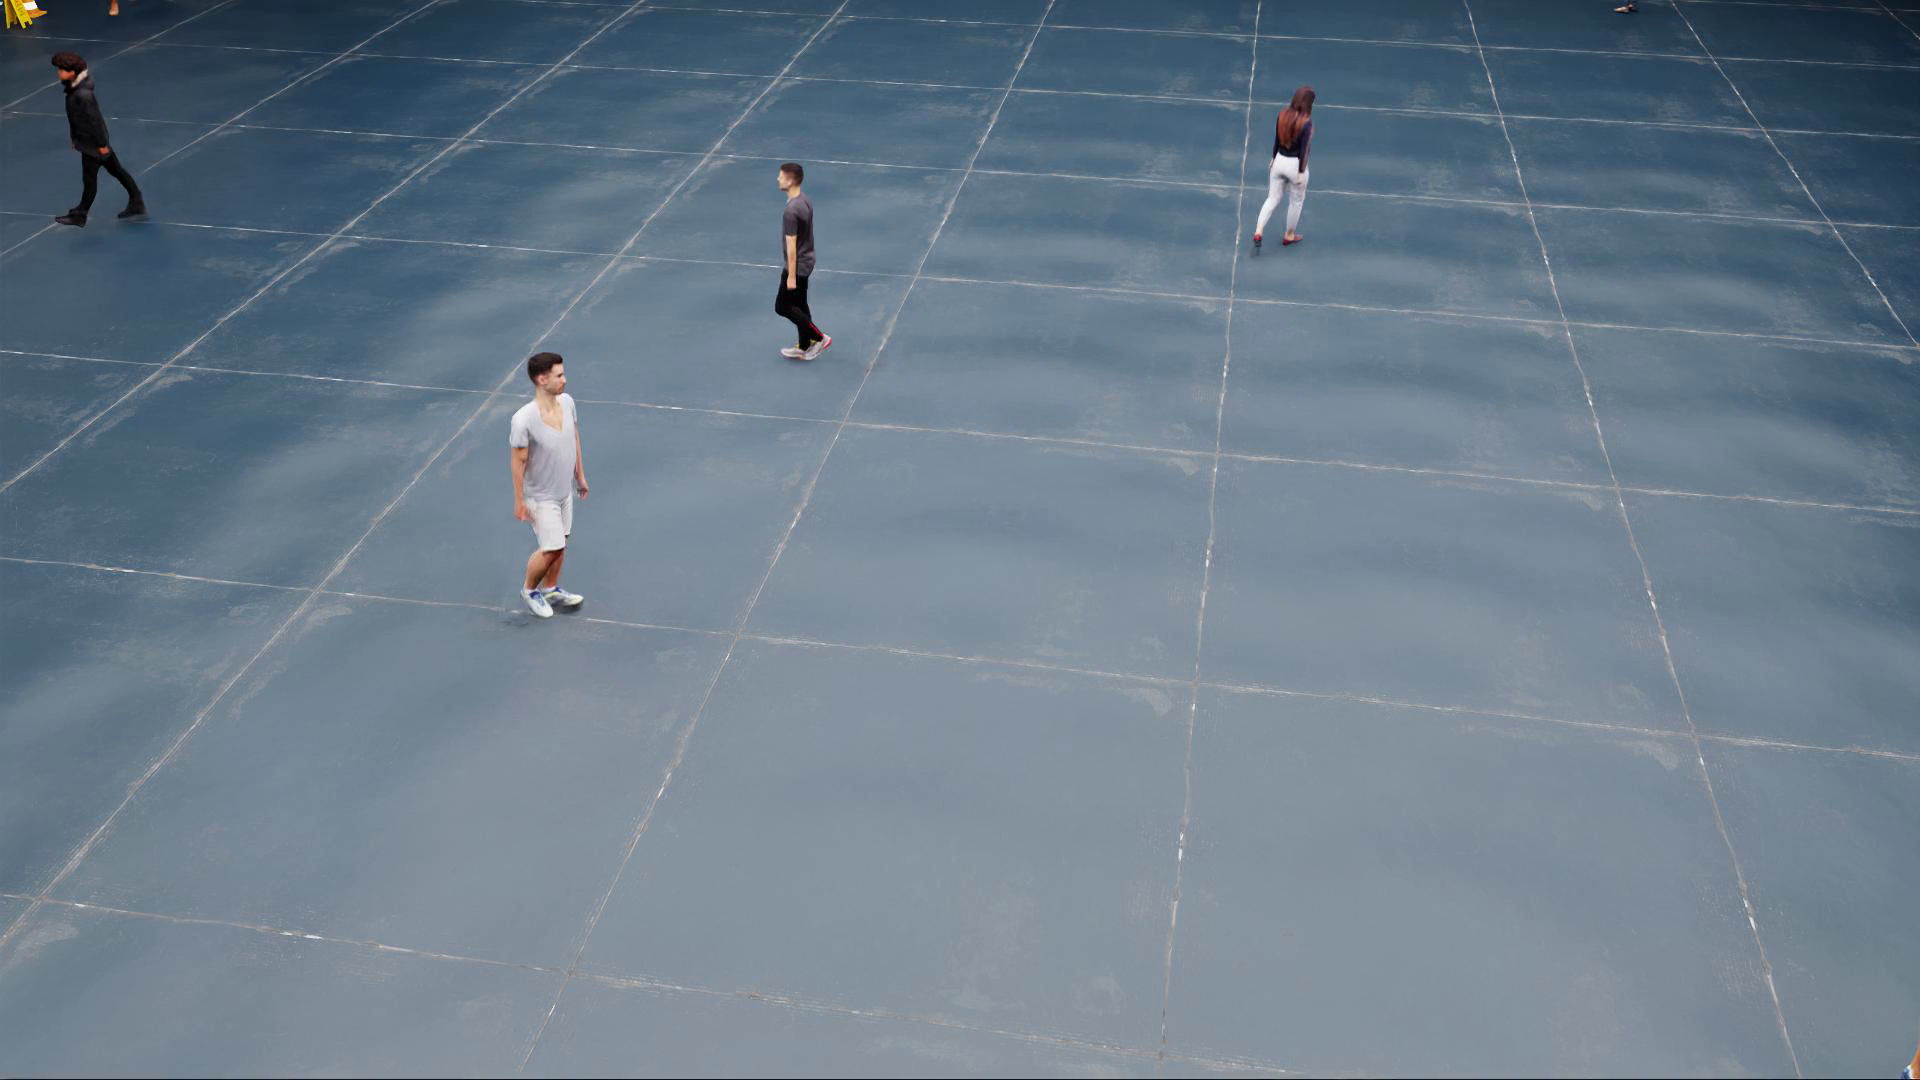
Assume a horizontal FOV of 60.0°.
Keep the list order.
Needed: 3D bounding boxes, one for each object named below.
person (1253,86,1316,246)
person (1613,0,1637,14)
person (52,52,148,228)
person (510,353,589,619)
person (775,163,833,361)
[{"bbox_3d":[3.166,-3.587,16.142,0.937,1.584,0.896,-26,41,-35],"label":"person"},{"bbox_3d":[9.622,-8.213,23.737,0.560,1.305,0.611,-24,40,-33],"label":"person"},{"bbox_3d":[-8.594,-4.003,16.669,1.159,1.726,1.082,-19,37,-27],"label":"person"},{"bbox_3d":[-2.715,-0.342,10.770,0.754,1.828,0.801,21,38,29],"label":"person"},{"bbox_3d":[-1.284,-2.285,13.922,0.720,1.752,0.688,2,32,3],"label":"person"}]
